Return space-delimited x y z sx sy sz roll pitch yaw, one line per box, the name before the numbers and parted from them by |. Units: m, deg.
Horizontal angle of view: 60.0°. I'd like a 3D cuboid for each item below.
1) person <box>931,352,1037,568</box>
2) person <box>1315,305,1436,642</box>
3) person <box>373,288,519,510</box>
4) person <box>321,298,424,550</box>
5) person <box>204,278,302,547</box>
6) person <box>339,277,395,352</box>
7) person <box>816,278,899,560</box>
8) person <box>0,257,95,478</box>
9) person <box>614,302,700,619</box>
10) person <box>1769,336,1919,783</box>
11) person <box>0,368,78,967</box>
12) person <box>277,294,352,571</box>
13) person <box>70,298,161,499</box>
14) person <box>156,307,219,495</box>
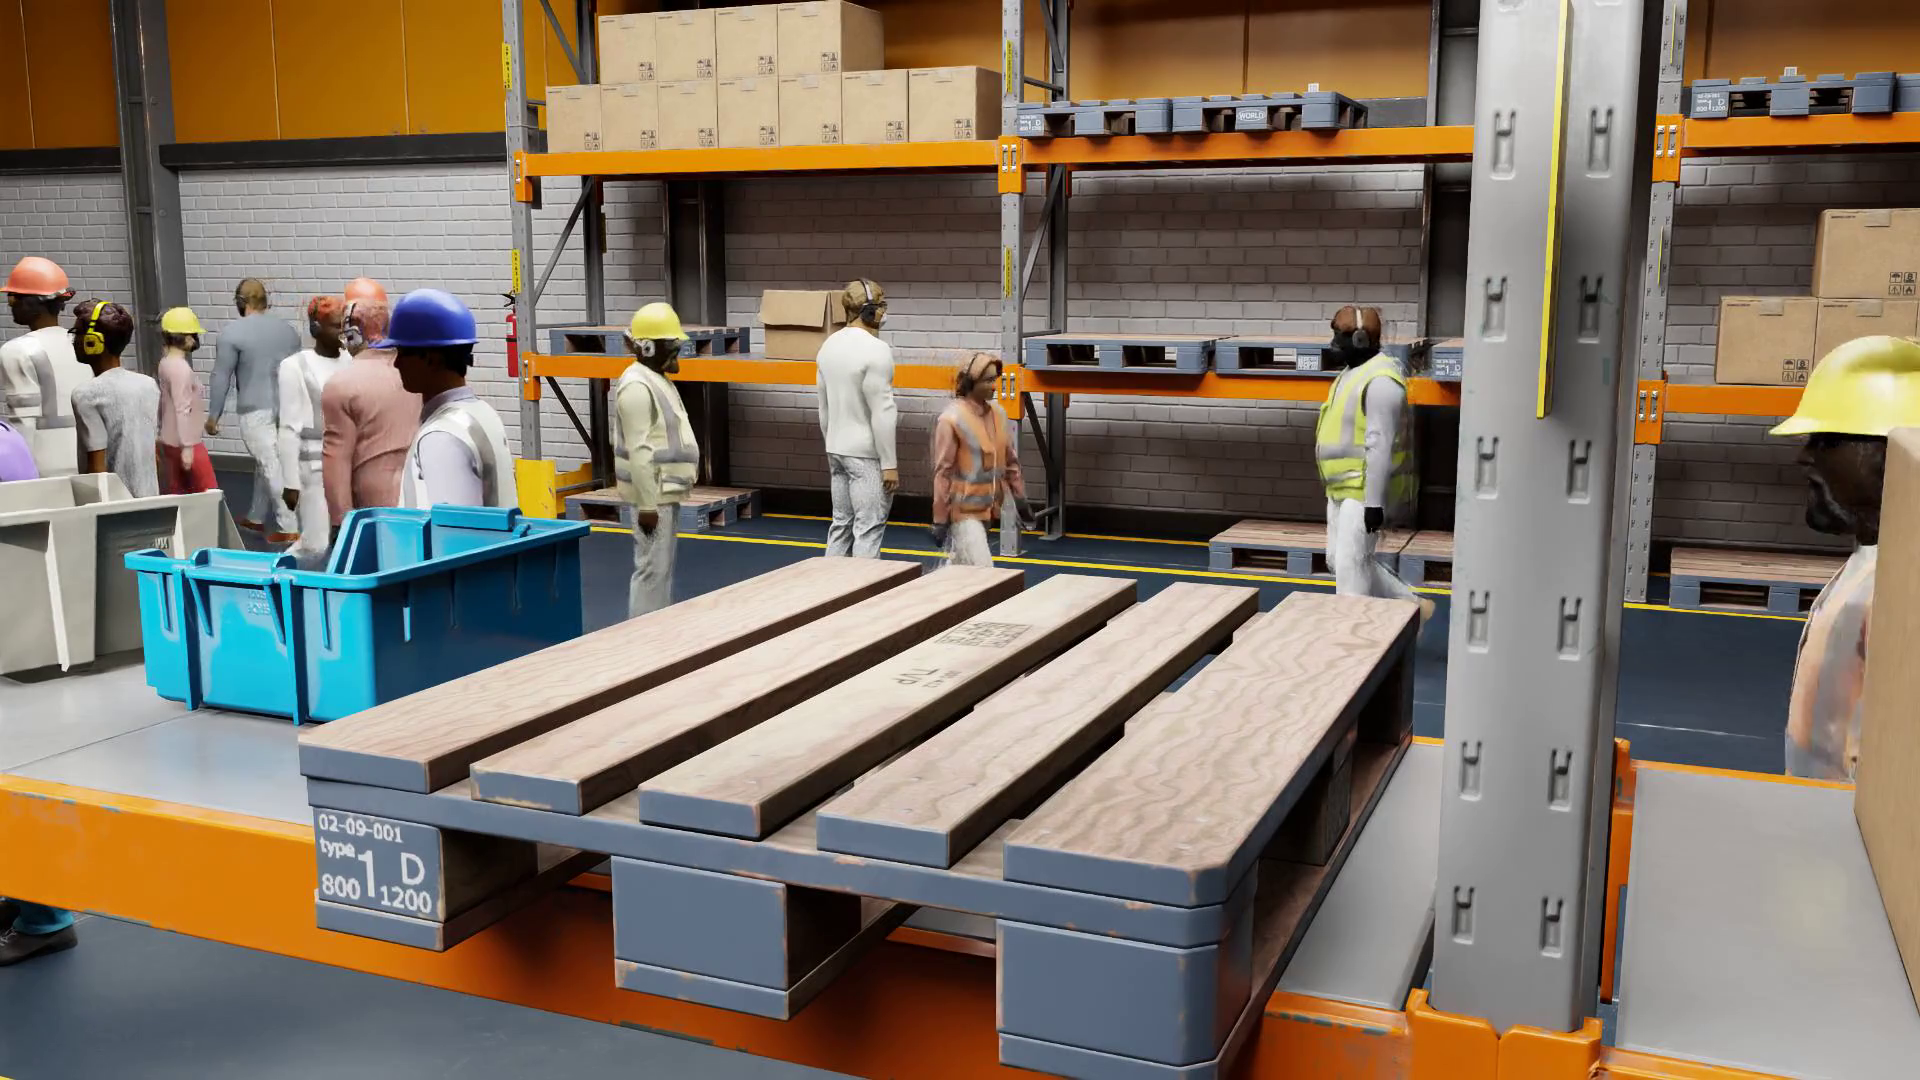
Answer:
person | 0.083 -0.126 8.173 0.855 1.591 0.563 6 11 34
person | 2.042 -0.241 8.186 0.631 1.822 0.629 -1 10 -5
person | -1.509 0.225 5.000 0.406 1.947 0.607 -1 10 -8
person | -2.559 -0.158 7.535 0.813 1.869 0.655 8 12 39
person | -5.095 -0.915 11.951 0.940 1.896 0.651 5 11 27
person | -3.341 -0.525 9.525 0.548 1.937 0.379 -2 10 -9
person | -0.533 -0.433 8.973 0.371 1.940 0.627 -7 12 -35
person | -4.455 -0.357 8.186 0.359 2.047 0.615 2 10 11
person | -1.476 -0.240 8.138 0.404 1.828 0.599 0 9 -1
person | 1.691 0.592 2.944 0.835 1.902 0.586 4 10 21
person | -2.779 0.305 4.821 0.397 1.847 0.564 -5 11 -29
person | -3.397 -0.362 8.788 0.792 1.865 0.588 5 11 27
person | -3.542 -0.070 6.992 0.326 1.876 0.518 1 10 6
person | -5.073 -0.630 10.734 0.737 1.739 0.531 -7 12 -36
